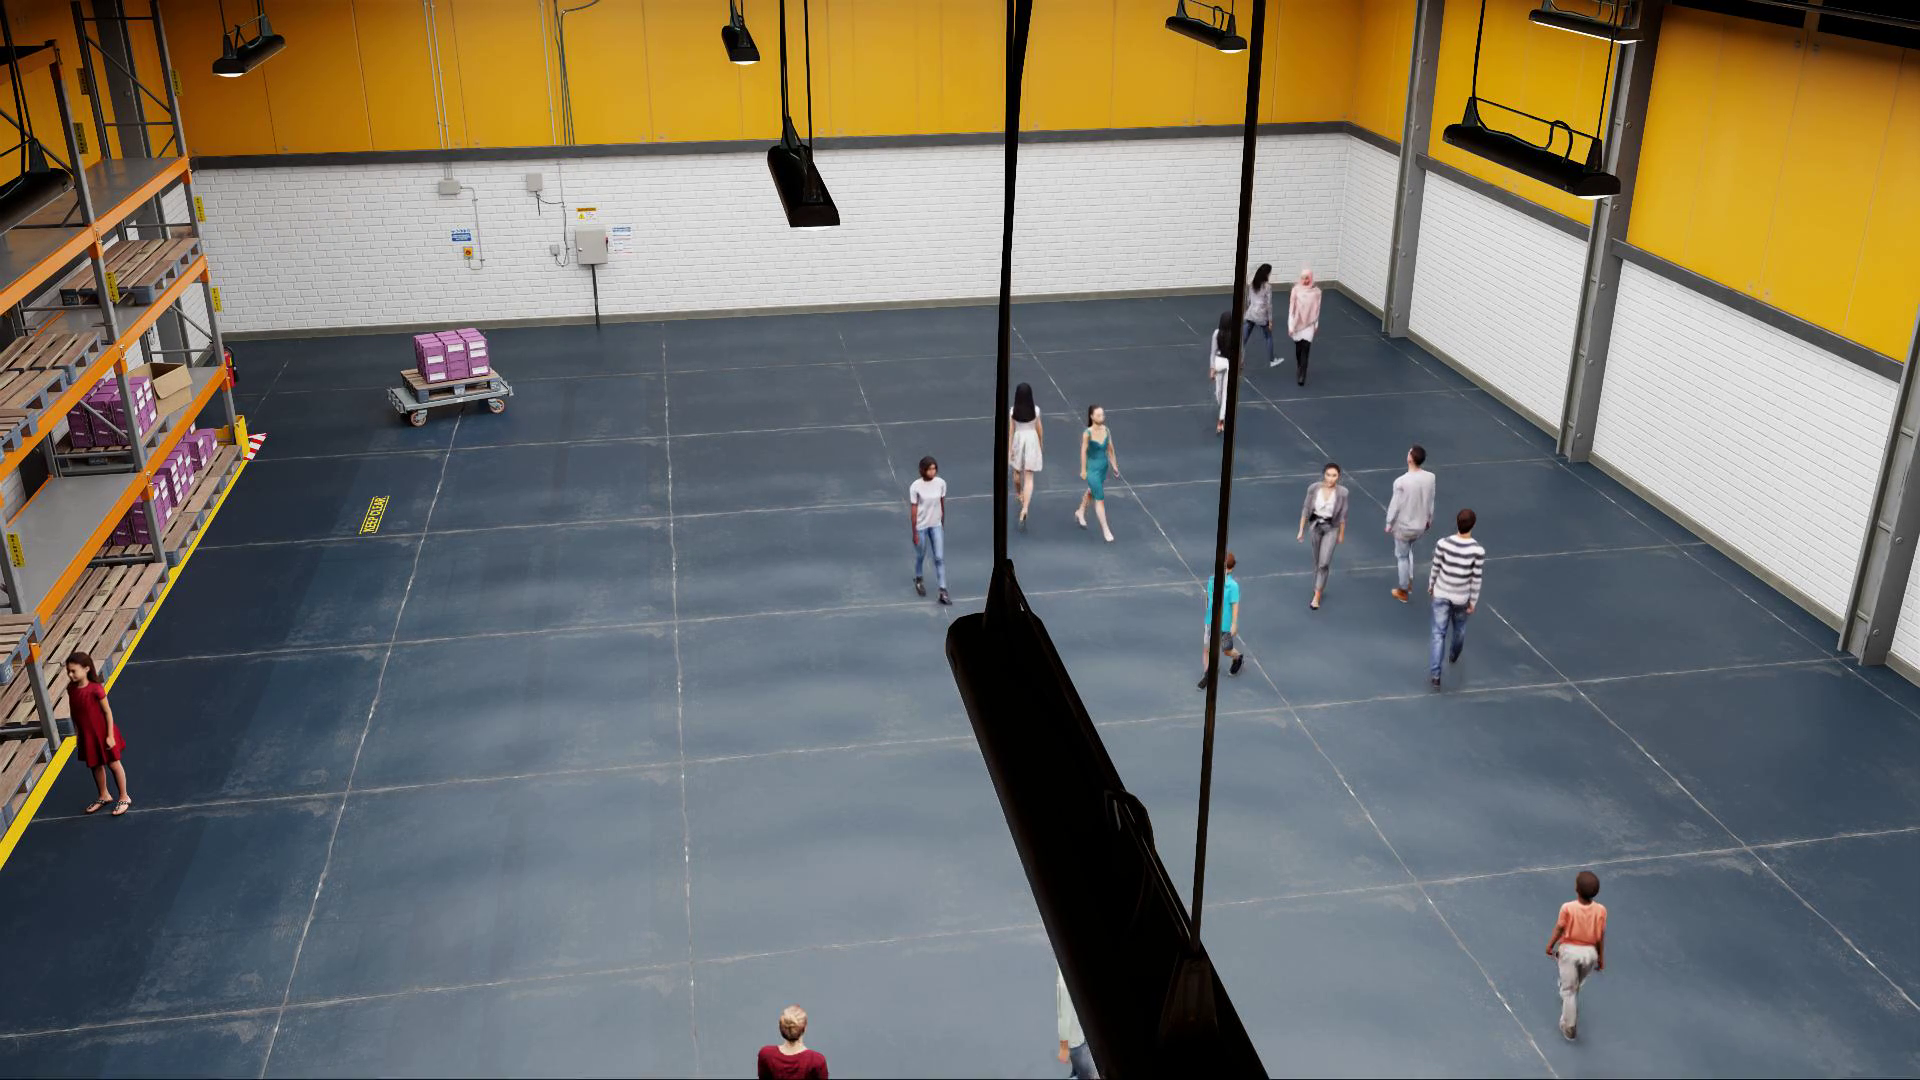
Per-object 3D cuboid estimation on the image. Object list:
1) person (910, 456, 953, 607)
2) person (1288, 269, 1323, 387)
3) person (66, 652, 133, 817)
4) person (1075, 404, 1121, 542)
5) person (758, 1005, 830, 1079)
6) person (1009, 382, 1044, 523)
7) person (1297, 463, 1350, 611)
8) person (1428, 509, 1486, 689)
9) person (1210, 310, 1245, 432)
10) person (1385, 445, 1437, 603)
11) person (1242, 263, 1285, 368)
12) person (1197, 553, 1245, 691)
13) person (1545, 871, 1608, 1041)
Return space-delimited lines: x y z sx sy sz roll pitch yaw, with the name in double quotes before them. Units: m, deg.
"person" -0.396 -0.150 18.508 0.699 1.688 1.052 -8 25 -18
"person" 5.266 -3.273 25.606 0.973 1.724 1.300 6 24 13
"person" -7.545 1.667 14.521 0.634 1.552 0.694 5 24 10
"person" 1.610 -0.843 20.156 0.848 1.637 1.099 -15 28 -31
"person" -1.002 3.572 10.041 0.866 1.650 1.146 3 24 7
"person" 0.817 -1.037 20.489 0.817 1.727 1.217 2 24 4
"person" 4.063 -0.104 18.460 0.985 1.641 1.086 13 27 28
"person" 4.903 0.610 16.623 1.052 1.804 1.281 8 25 18
"person" 3.764 -2.372 23.627 1.003 1.659 1.301 8 25 17
"person" 5.002 -0.153 18.332 0.745 1.834 0.678 -8 25 -19
"person" 4.625 -3.451 26.065 1.172 1.682 1.103 21 32 40
"person" 2.650 0.783 16.693 0.887 1.431 0.907 19 30 37
"person" 4.416 2.983 11.842 0.653 1.286 0.873 3 24 6
